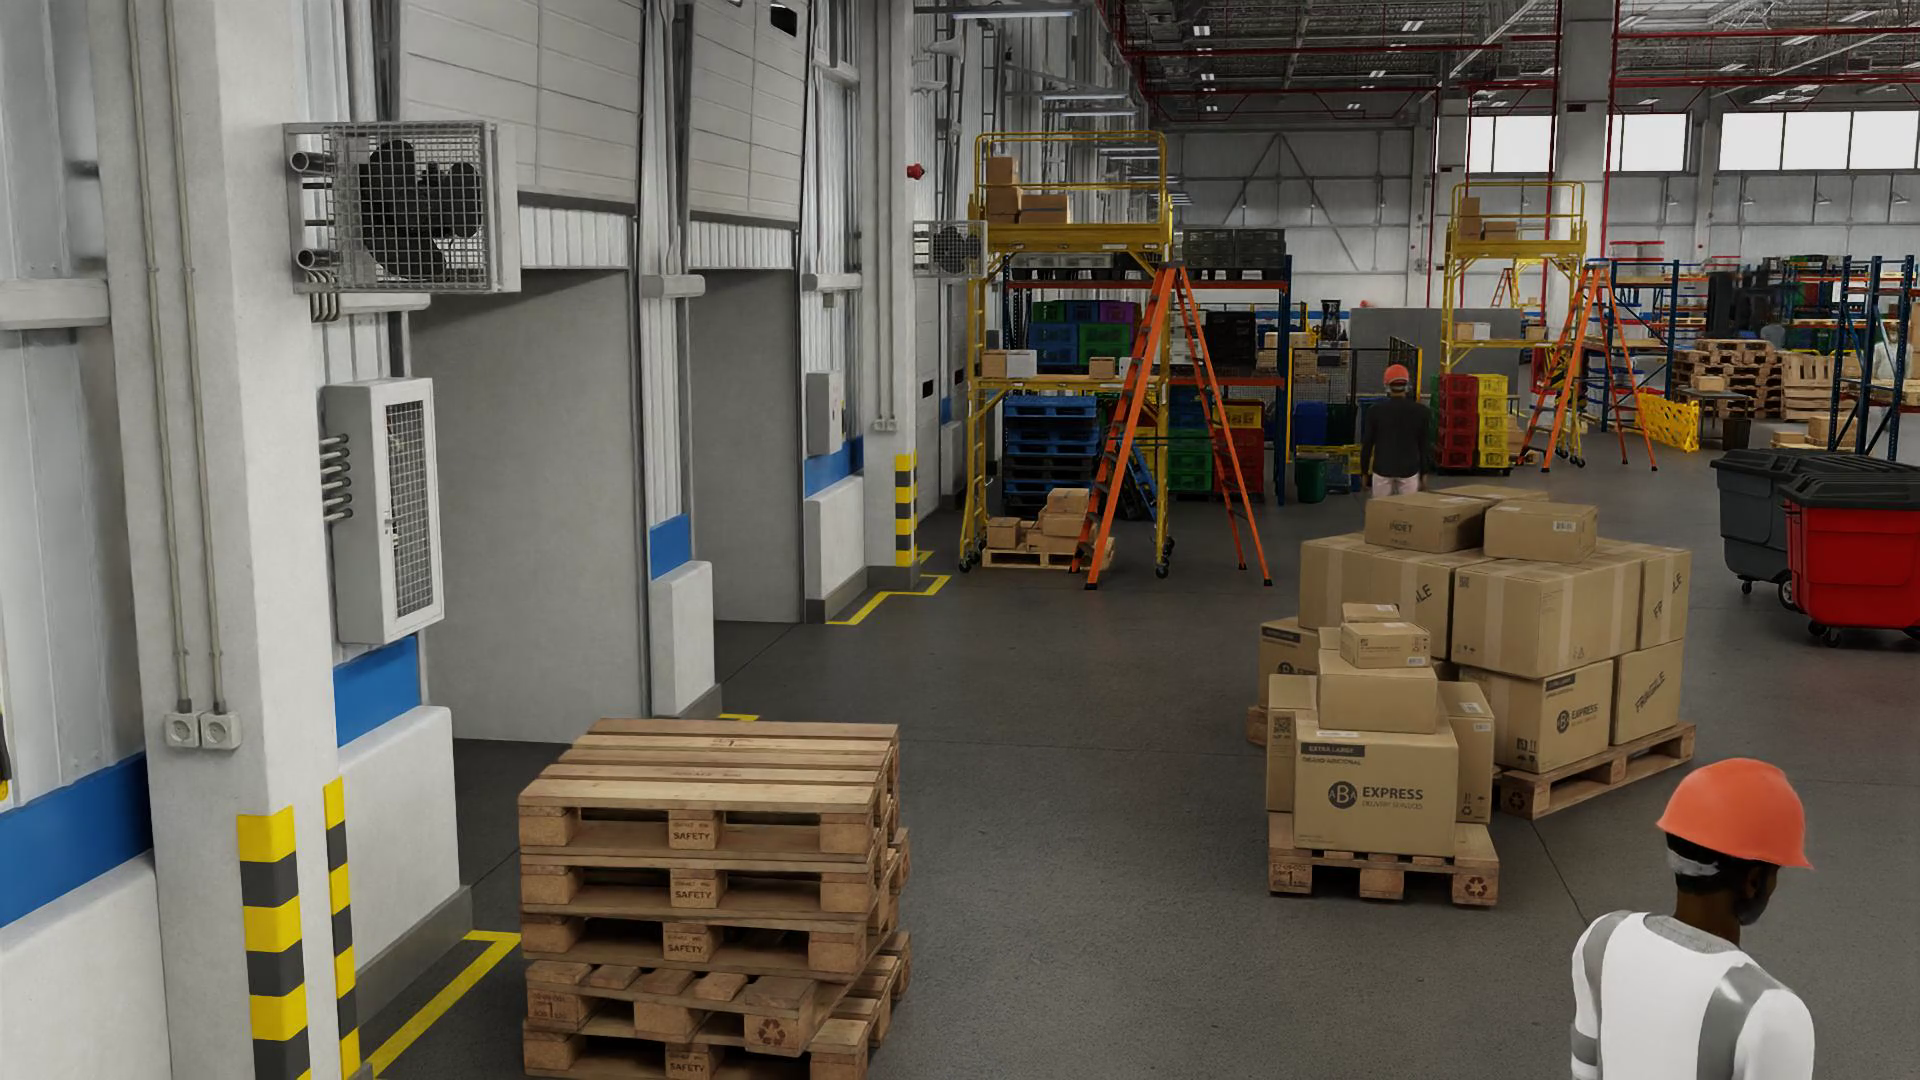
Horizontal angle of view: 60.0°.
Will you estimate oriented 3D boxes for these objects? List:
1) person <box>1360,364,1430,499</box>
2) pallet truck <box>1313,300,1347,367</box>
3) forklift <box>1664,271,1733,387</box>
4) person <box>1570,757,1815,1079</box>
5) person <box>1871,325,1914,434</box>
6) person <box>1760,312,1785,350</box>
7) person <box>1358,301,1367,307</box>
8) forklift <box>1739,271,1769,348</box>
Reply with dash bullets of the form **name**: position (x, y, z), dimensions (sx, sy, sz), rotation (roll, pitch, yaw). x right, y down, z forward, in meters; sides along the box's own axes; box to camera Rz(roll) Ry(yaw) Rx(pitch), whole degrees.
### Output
- **person**: position (4.050, -0.640, 15.511), dimensions (0.624, 1.980, 0.445), rotation (2, 9, 10)
- **pallet truck**: position (11.159, -6.200, 49.718), dimensions (0.823, 1.965, 1.885), rotation (4, 10, 26)
- **forklift**: position (17.600, -4.861, 38.747), dimensions (1.873, 2.768, 1.129), rotation (1, 9, 9)
- **person**: position (1.438, 1.368, 3.255), dimensions (0.368, 1.929, 0.542), rotation (-4, 10, -23)
- **person**: position (16.454, -2.849, 29.418), dimensions (0.646, 1.893, 1.036), rotation (6, 11, 32)
- **person**: position (18.761, -4.309, 38.410), dimensions (0.636, 1.899, 1.005), rotation (-2, 9, -11)
- **person**: position (12.649, -6.569, 52.331), dimensions (0.975, 1.882, 0.565), rotation (-5, 11, -29)
- **forklift**: position (22.820, -6.358, 47.980), dimensions (1.873, 2.768, 1.129), rotation (-1, 9, -5)
